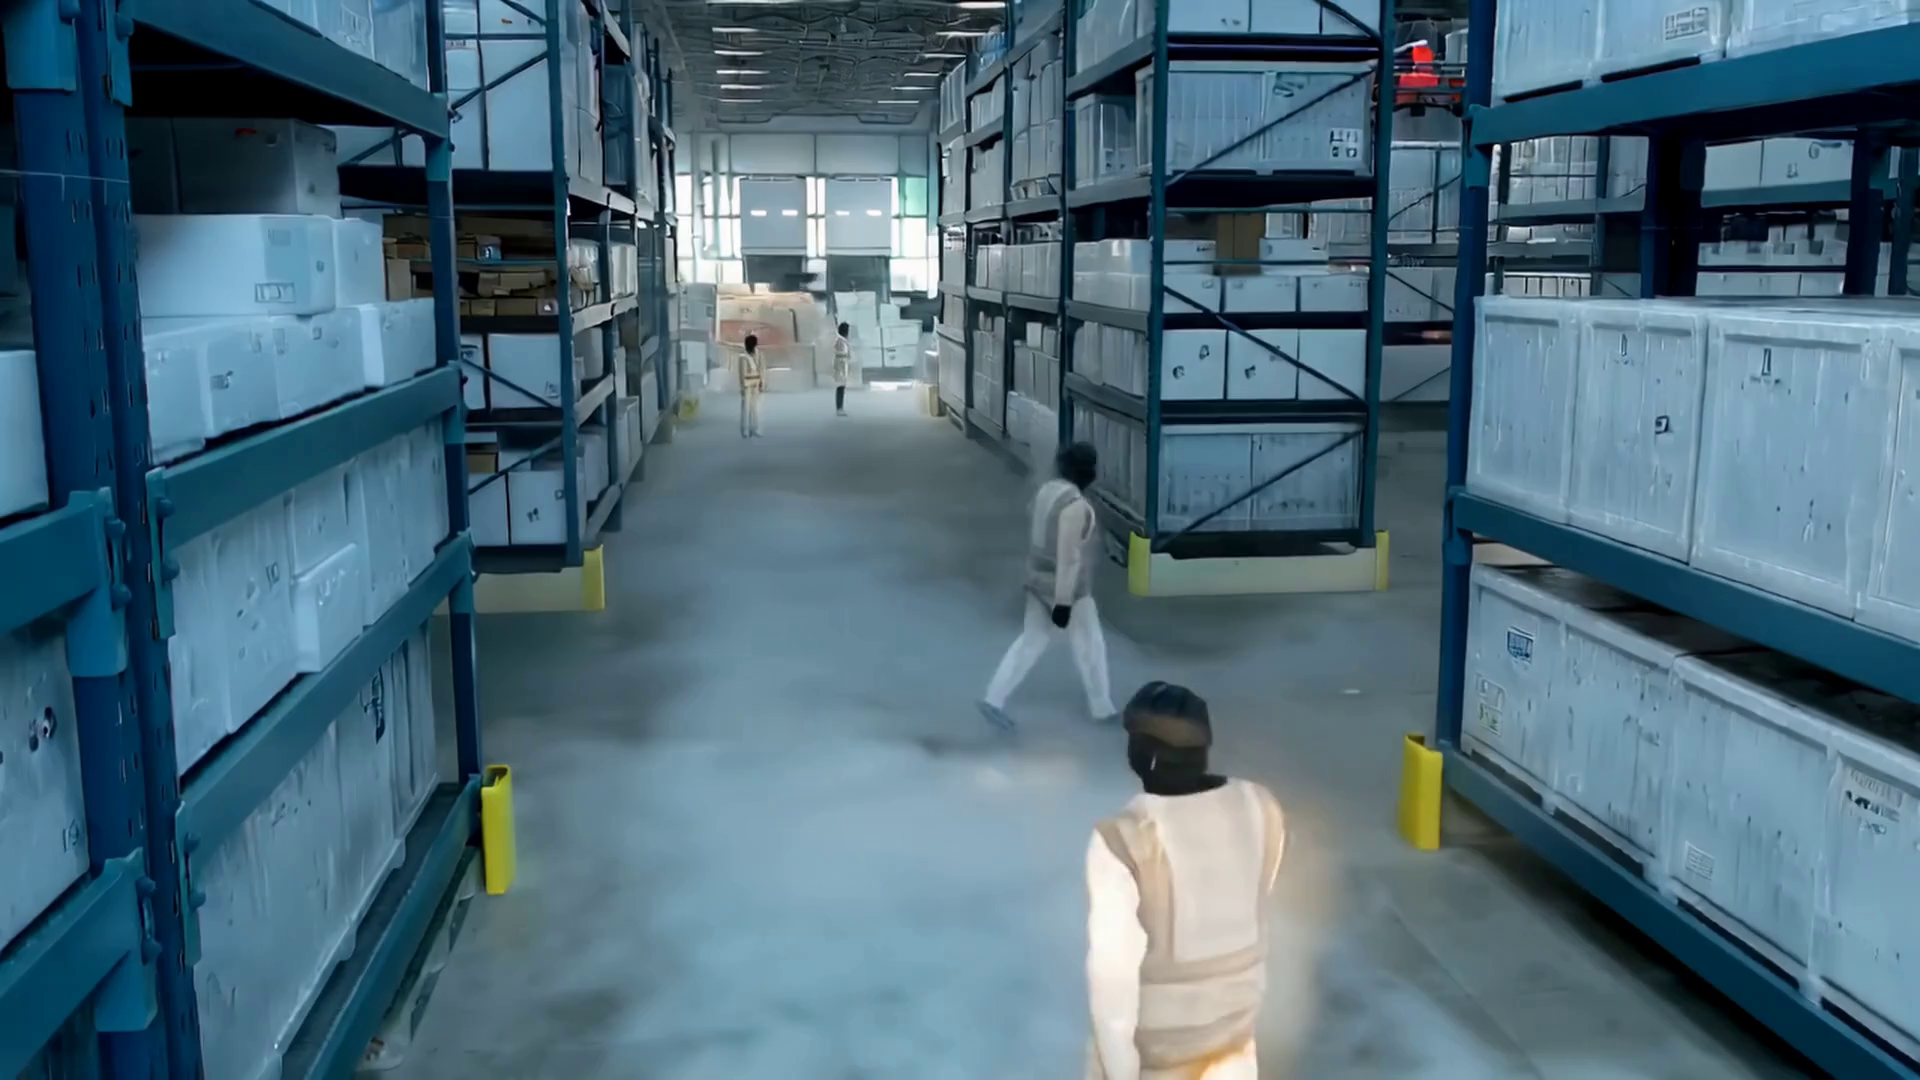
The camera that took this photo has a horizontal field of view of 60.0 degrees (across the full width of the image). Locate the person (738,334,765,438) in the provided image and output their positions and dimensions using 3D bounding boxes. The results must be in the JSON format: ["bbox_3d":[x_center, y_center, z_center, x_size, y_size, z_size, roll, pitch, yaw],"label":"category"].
[{"bbox_3d":[-3.313,-2.433,26.343,0.308,1.640,0.511,7,12,33],"label":"person"}]

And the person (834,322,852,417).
[{"bbox_3d":[-2.106,-3.063,29.836,0.322,1.697,0.534,-1,10,-5],"label":"person"}]

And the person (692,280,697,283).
[{"bbox_3d":[-10.006,-8.858,62.906,0.585,1.928,0.369,-1,10,-5],"label":"person"}]

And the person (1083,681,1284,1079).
[{"bbox_3d":[0.517,1.248,4.433,0.622,1.797,0.941,-5,11,-27],"label":"person"}]

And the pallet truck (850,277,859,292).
[{"bbox_3d":[-3.782,-9.391,65.808,1.885,1.965,0.823,2,10,10],"label":"pallet truck"}]

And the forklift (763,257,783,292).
[{"bbox_3d":[-4.314,-5.205,38.867,1.873,2.768,1.129,-1,10,-7],"label":"forklift"}]

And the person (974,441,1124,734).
[{"bbox_3d":[0.553,0.297,10.032,0.987,1.795,0.634,-3,10,-16],"label":"person"}]

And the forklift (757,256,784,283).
[{"bbox_3d":[-6.951,-9.037,61.177,1.129,2.768,1.873,-7,12,-34],"label":"forklift"}]
